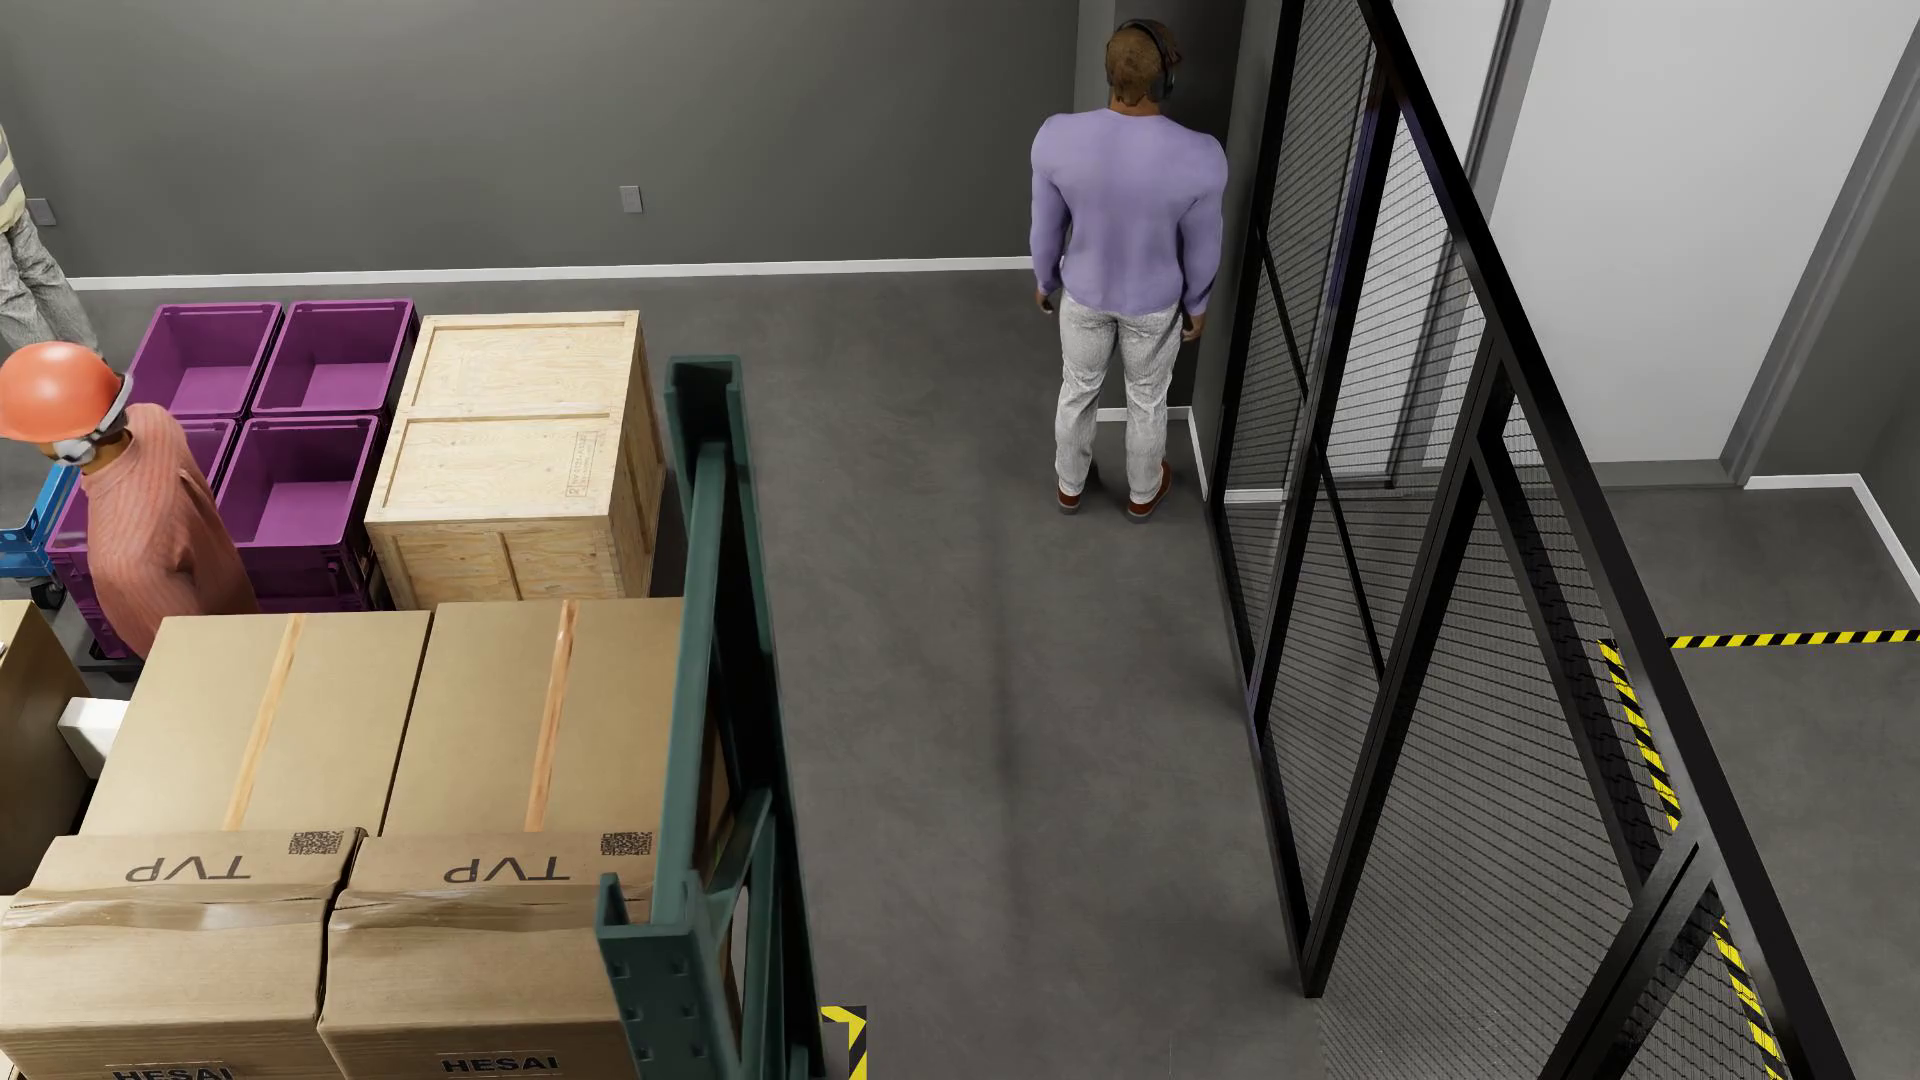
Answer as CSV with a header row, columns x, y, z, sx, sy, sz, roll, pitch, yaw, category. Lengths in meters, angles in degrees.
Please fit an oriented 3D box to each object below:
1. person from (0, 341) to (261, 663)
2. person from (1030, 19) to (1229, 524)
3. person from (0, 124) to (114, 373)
x,y,z,sx,sy,sz,roll,pitch,yaw,category
-2.056,0.259,4.472,0.389,1.991,0.626,-12,48,-11,person
0.537,-0.834,5.554,0.627,1.938,0.373,10,47,10,person
-3.558,-1.187,5.962,0.403,1.830,0.600,1,46,0,person
